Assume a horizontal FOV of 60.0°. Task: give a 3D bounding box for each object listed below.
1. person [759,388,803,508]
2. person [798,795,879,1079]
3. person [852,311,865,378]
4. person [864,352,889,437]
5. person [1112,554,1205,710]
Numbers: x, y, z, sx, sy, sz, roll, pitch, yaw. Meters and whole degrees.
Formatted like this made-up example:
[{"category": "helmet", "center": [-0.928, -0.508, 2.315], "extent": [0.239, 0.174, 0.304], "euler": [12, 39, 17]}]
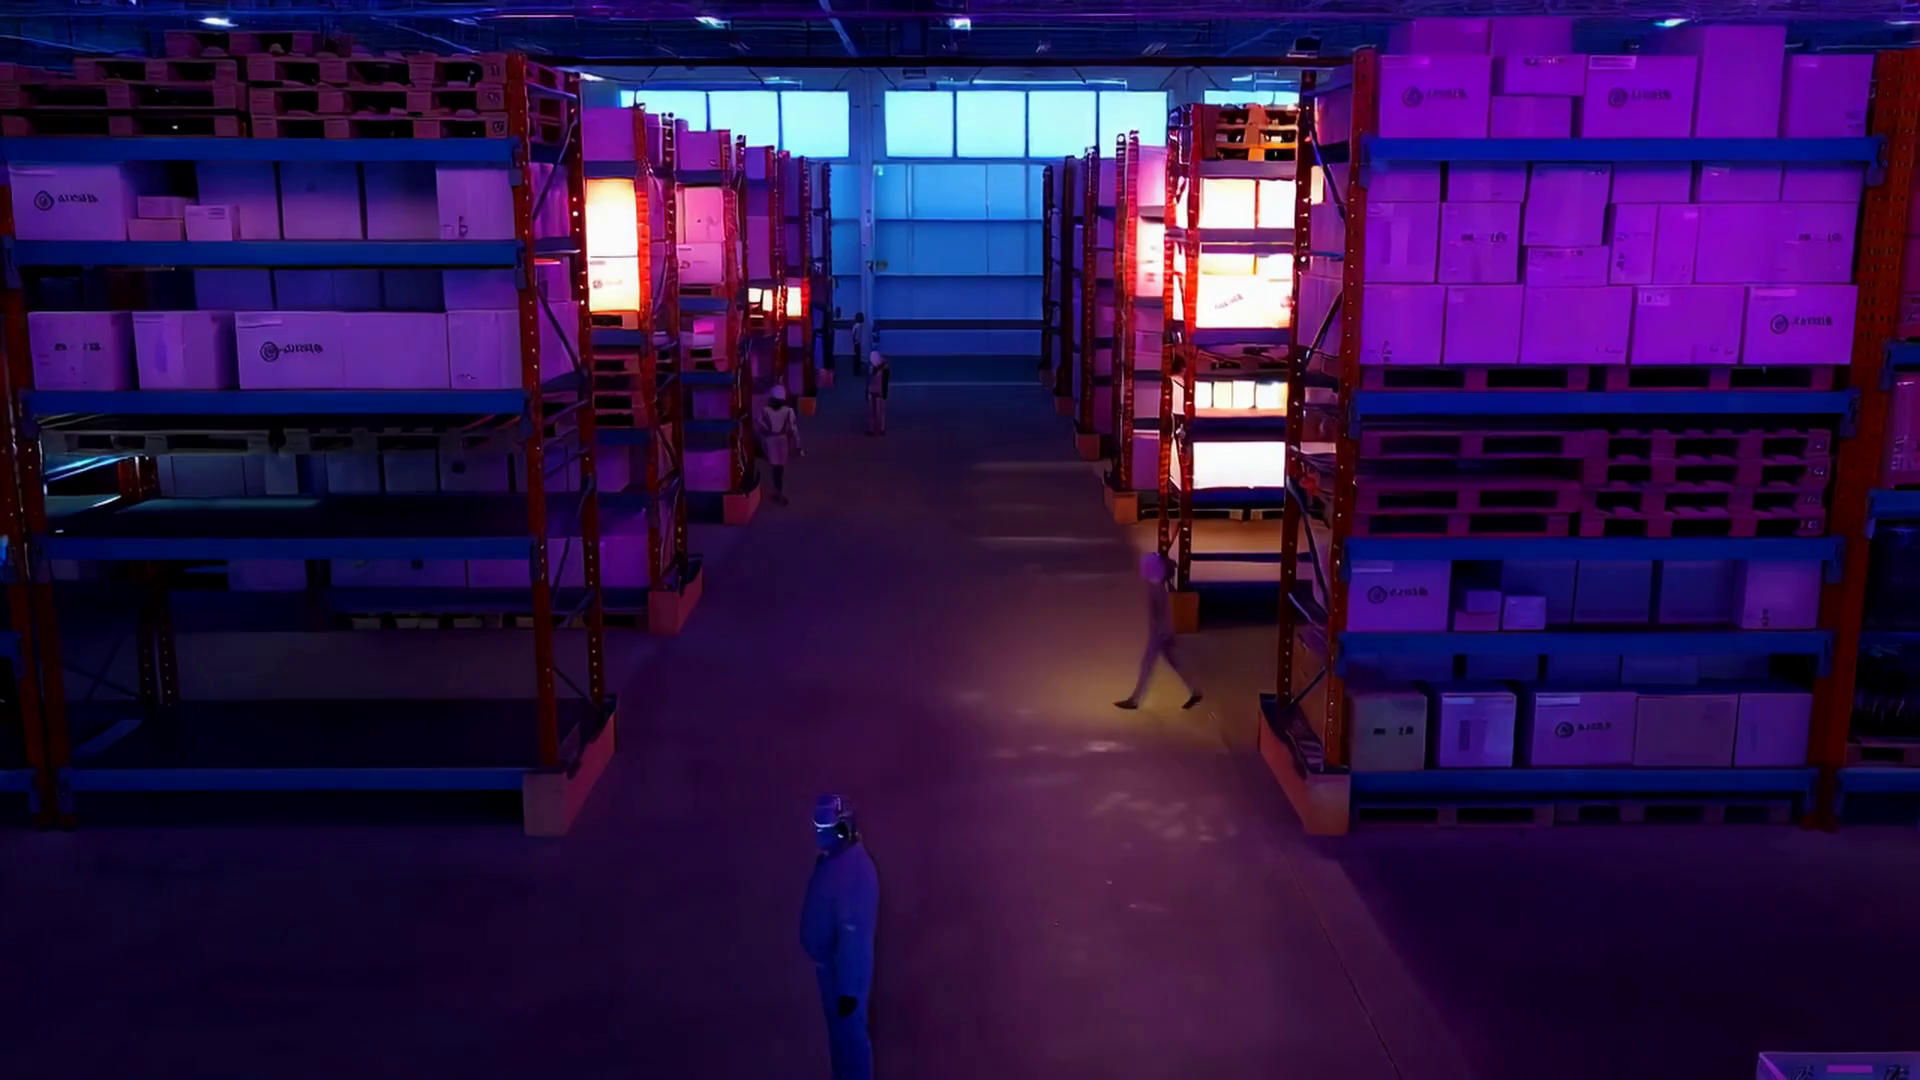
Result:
[{"category": "person", "center": [-2.993, -1.549, 27.642], "extent": [0.640, 1.974, 1.074], "euler": [-5, 12, -23]}, {"category": "person", "center": [-0.654, 2.271, 8.871], "extent": [0.409, 1.909, 0.640], "euler": [-4, 12, -17]}, {"category": "person", "center": [-2.949, -5.661, 48.160], "extent": [0.391, 1.916, 0.590], "euler": [-1, 11, -6]}, {"category": "person", "center": [-1.823, -3.138, 35.836], "extent": [0.636, 1.842, 0.429], "euler": [10, 15, 41]}, {"category": "person", "center": [2.007, 0.914, 16.415], "extent": [0.908, 1.575, 0.507], "euler": [1, 11, 3]}]
